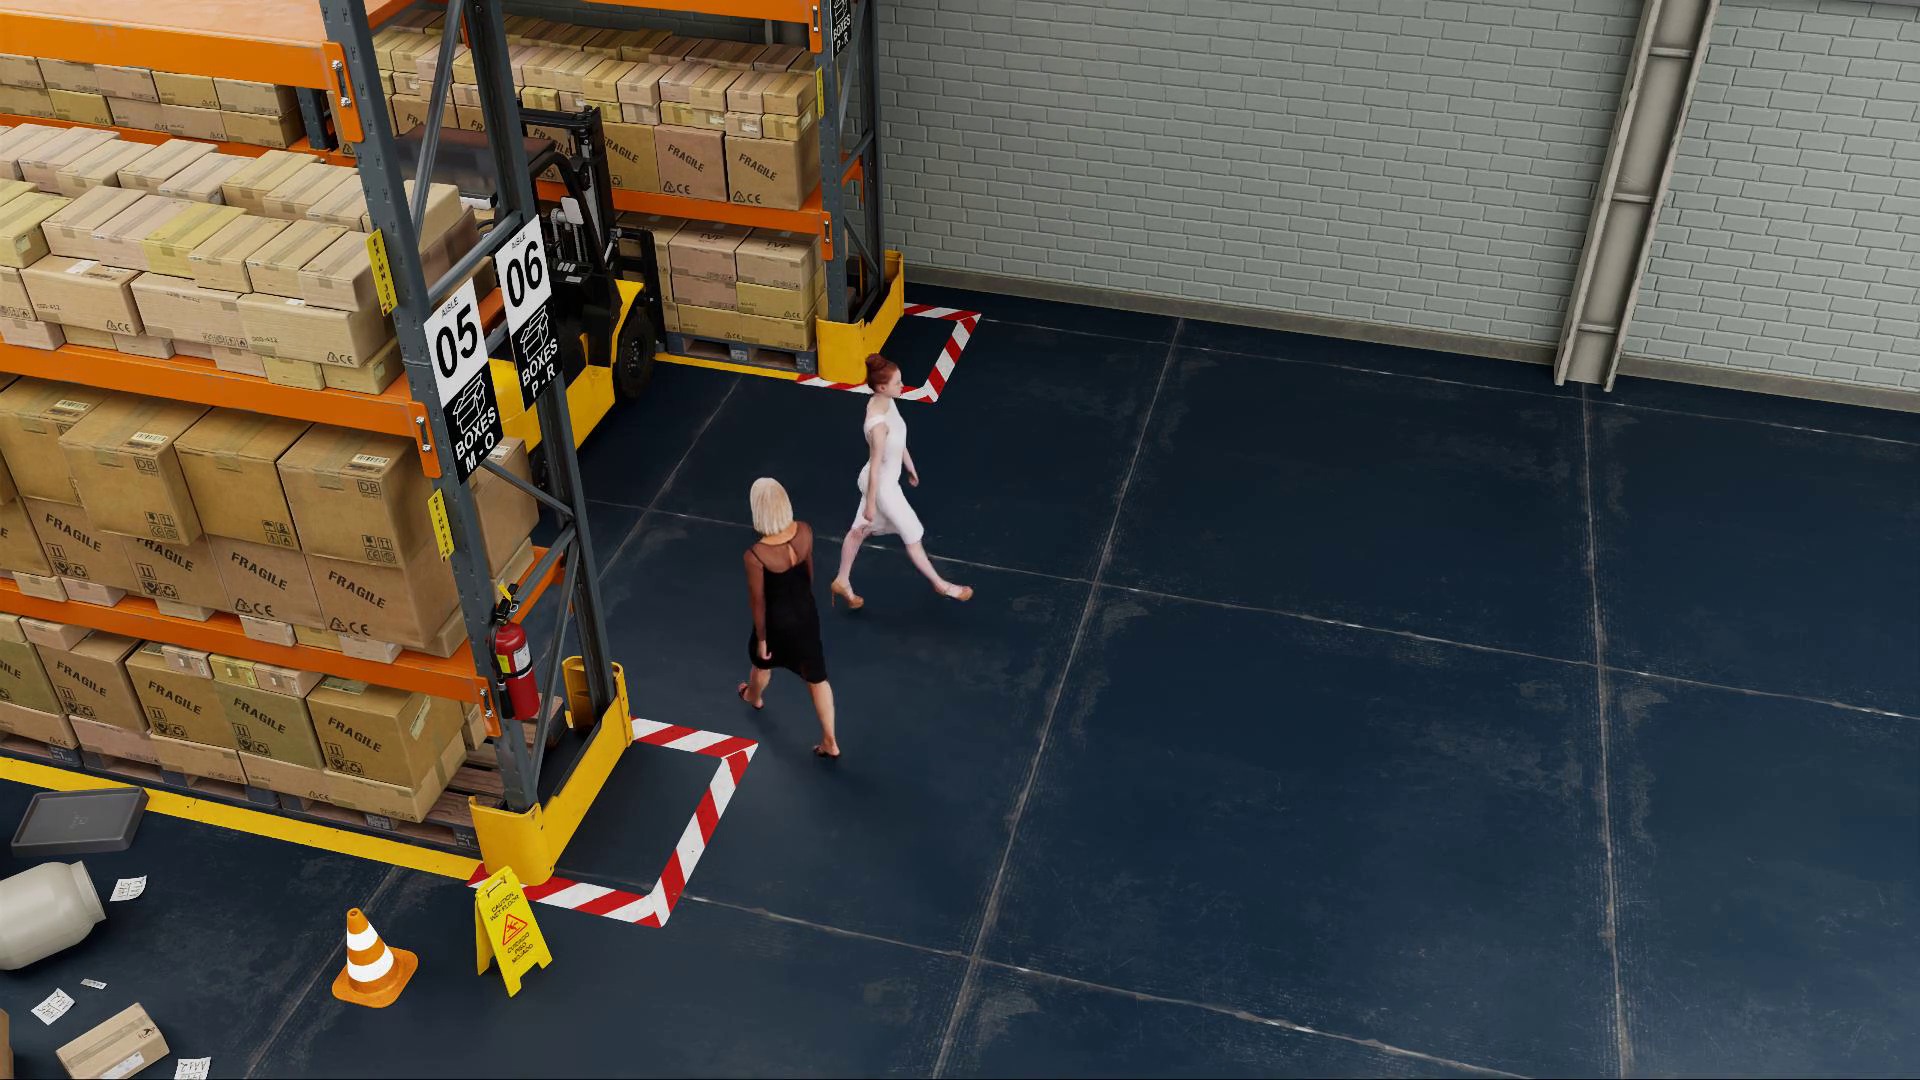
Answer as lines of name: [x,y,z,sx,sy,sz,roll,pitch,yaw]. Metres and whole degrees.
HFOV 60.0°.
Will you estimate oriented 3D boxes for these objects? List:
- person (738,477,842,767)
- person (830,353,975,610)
person: [-0.852,0.478,8.656,1.018,1.693,1.164,-26,44,-30]
person: [-0.548,-0.278,9.602,1.142,1.752,0.769,1,37,1]
